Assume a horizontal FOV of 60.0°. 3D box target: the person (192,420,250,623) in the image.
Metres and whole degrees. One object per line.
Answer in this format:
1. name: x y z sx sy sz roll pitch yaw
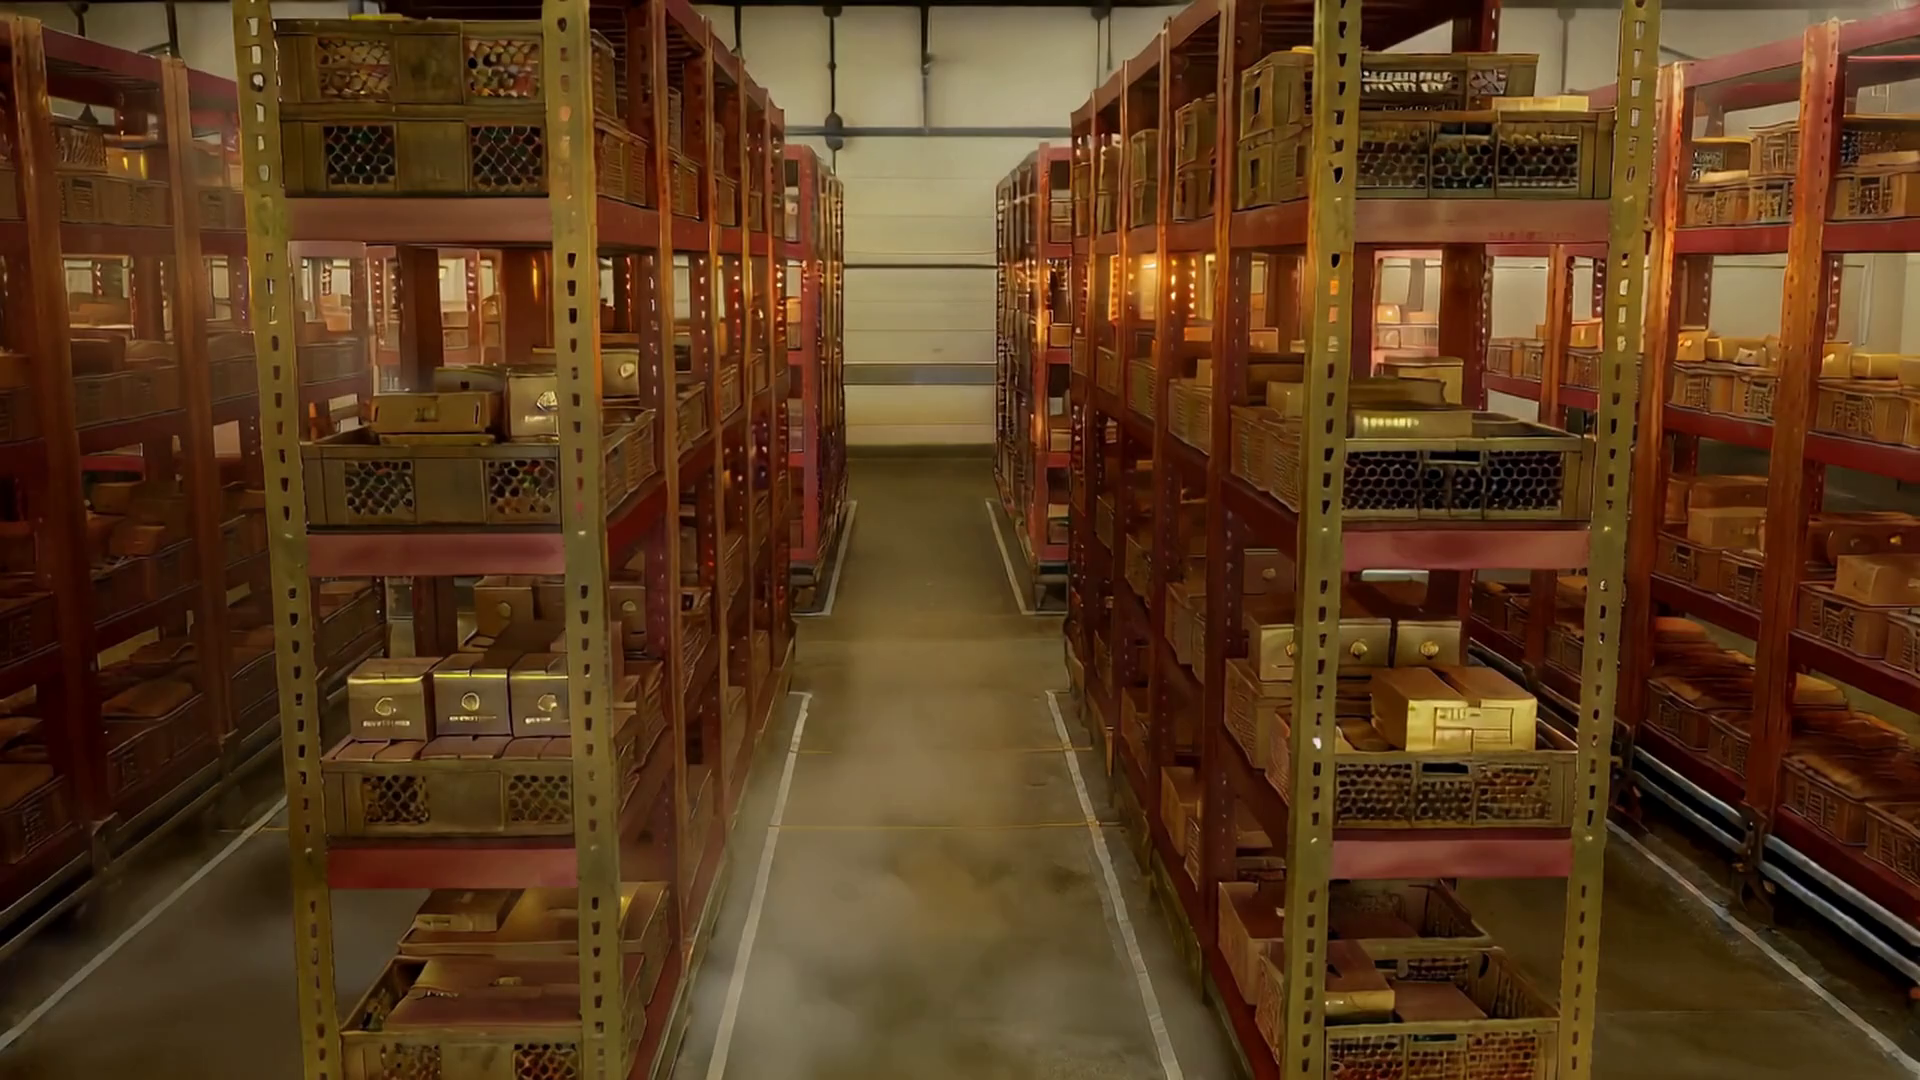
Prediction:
1. person: -5.591 -0.289 12.538 0.389 1.846 0.567 3 10 15
